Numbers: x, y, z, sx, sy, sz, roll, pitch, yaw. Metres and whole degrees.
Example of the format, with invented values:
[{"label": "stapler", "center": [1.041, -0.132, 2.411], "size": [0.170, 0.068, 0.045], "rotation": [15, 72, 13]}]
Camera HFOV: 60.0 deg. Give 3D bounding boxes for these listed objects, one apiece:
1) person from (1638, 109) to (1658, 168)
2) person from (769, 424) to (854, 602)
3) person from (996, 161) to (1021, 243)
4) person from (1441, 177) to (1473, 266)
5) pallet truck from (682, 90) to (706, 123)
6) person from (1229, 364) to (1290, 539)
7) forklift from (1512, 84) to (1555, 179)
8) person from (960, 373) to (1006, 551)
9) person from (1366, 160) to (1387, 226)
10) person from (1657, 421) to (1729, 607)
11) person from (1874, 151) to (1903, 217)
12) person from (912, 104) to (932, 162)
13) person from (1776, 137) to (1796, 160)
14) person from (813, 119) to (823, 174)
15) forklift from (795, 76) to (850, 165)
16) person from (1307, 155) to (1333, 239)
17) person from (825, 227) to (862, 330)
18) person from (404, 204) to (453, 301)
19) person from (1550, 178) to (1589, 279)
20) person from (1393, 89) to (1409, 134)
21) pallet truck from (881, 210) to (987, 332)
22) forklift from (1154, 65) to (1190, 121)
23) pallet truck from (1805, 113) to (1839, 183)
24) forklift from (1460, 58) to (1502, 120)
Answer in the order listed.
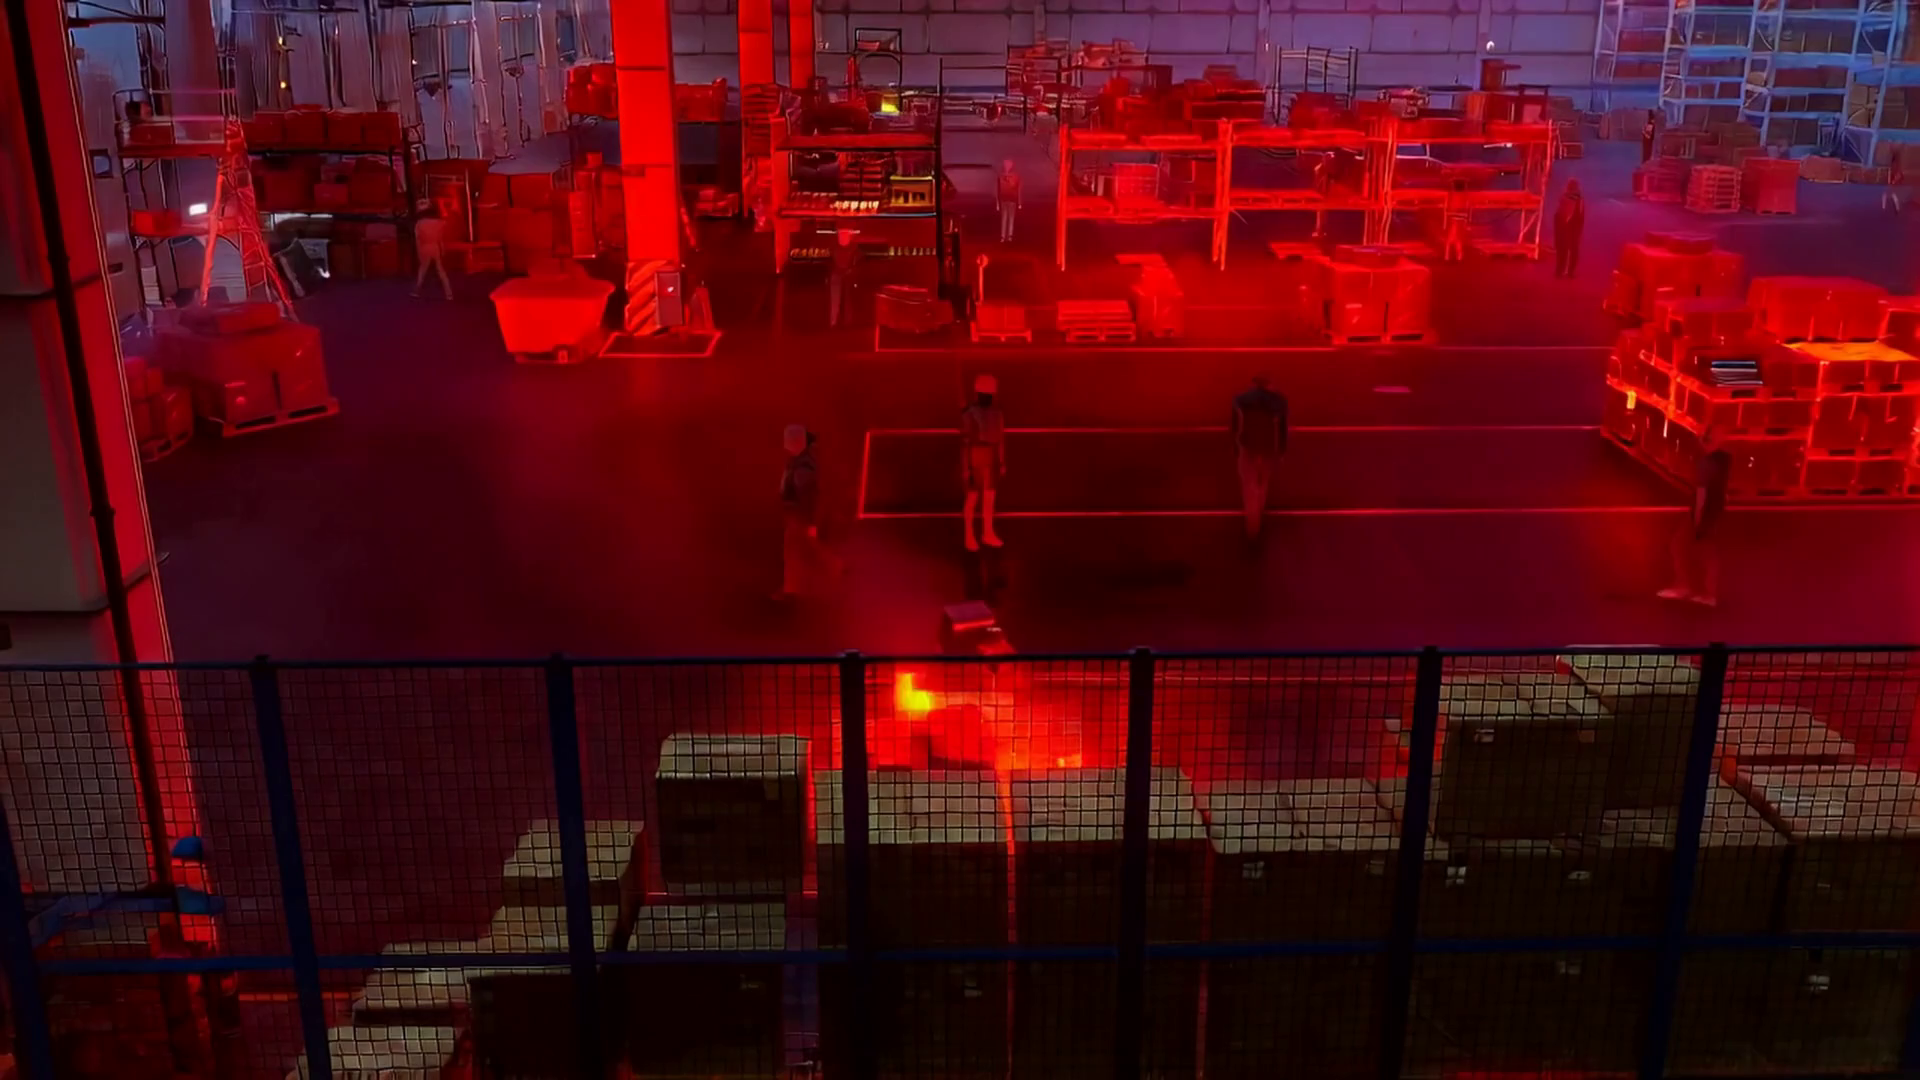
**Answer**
[{"label": "person", "center": [22.401, -13.021, 53.997], "size": [0.390, 1.912, 0.589], "rotation": [-2, 19, -7]}, {"label": "person", "center": [-1.481, -0.273, 16.327], "size": [0.774, 1.817, 0.622], "rotation": [-1, 19, -3]}, {"label": "person", "center": [1.128, -7.896, 38.842], "size": [0.592, 1.880, 0.971], "rotation": [0, 19, -1]}, {"label": "person", "center": [10.635, -6.814, 35.621], "size": [0.585, 1.881, 0.343], "rotation": [9, 21, 26]}, {"label": "pallet truck", "center": [-9.671, -15.907, 62.421], "size": [0.823, 1.965, 1.885], "rotation": [5, 19, 15]}, {"label": "person", "center": [3.282, -0.972, 18.254], "size": [0.632, 1.913, 0.811], "rotation": [0, 19, -1]}, {"label": "forklift", "center": [17.640, -12.679, 51.485], "size": [1.129, 2.768, 1.873], "rotation": [-1, 19, -3]}, {"label": "person", "center": [0.266, -0.846, 17.833], "size": [0.552, 1.934, 0.373], "rotation": [-11, 22, -30]}, {"label": "person", "center": [10.429, -8.703, 41.598], "size": [0.512, 1.642, 0.312], "rotation": [17, 25, 42]}, {"label": "person", "center": [7.222, -0.268, 16.268], "size": [0.533, 1.848, 0.677], "rotation": [-12, 22, -32]}, {"label": "person", "center": [24.164, -9.217, 43.079], "size": [0.550, 1.650, 0.759], "rotation": [-13, 23, -34]}, {"label": "person", "center": [-1.332, -13.680, 55.945], "size": [0.779, 1.918, 0.633], "rotation": [-10, 21, -26]}, {"label": "person", "center": [23.578, -10.675, 47.472], "size": [0.326, 1.632, 0.612], "rotation": [-16, 25, -40]}, {"label": "person", "center": [-4.493, -12.411, 52.515], "size": [0.318, 1.697, 0.535], "rotation": [-3, 19, -8]}, {"label": "forklift", "center": [-4.706, -14.034, 55.504], "size": [1.873, 2.768, 1.129], "rotation": [-16, 24, -39]}, {"label": "person", "center": [8.564, -8.140, 39.471], "size": [0.368, 1.939, 0.632], "rotation": [-7, 20, -20]}, {"label": "person", "center": [-2.076, -4.567, 29.100], "size": [0.688, 1.789, 0.902], "rotation": [4, 19, 11]}, {"label": "person", "center": [-10.167, -5.467, 31.708], "size": [1.047, 1.821, 0.676], "rotation": [12, 22, 31]}, {"label": "person", "center": [12.466, -6.393, 34.131], "size": [0.673, 2.000, 0.535], "rotation": [-6, 19, -16]}, {"label": "person", "center": [16.892, -16.383, 64.014], "size": [0.549, 1.896, 0.971], "rotation": [-12, 22, -32]}, {"label": "pallet truck", "center": [-0.493, -4.759, 29.349], "size": [1.885, 1.965, 0.823], "rotation": [-13, 23, -34]}, {"label": "forklift", "center": [7.665, -16.455, 62.686], "size": [1.873, 2.768, 1.129], "rotation": [11, 22, 30]}, {"label": "pallet truck", "center": [26.403, -11.957, 50.702], "size": [0.823, 1.965, 1.885], "rotation": [6, 19, 16]}, {"label": "forklift", "center": [21.597, -18.242, 67.986], "size": [1.129, 2.768, 1.873], "rotation": [-13, 23, -34]}]
